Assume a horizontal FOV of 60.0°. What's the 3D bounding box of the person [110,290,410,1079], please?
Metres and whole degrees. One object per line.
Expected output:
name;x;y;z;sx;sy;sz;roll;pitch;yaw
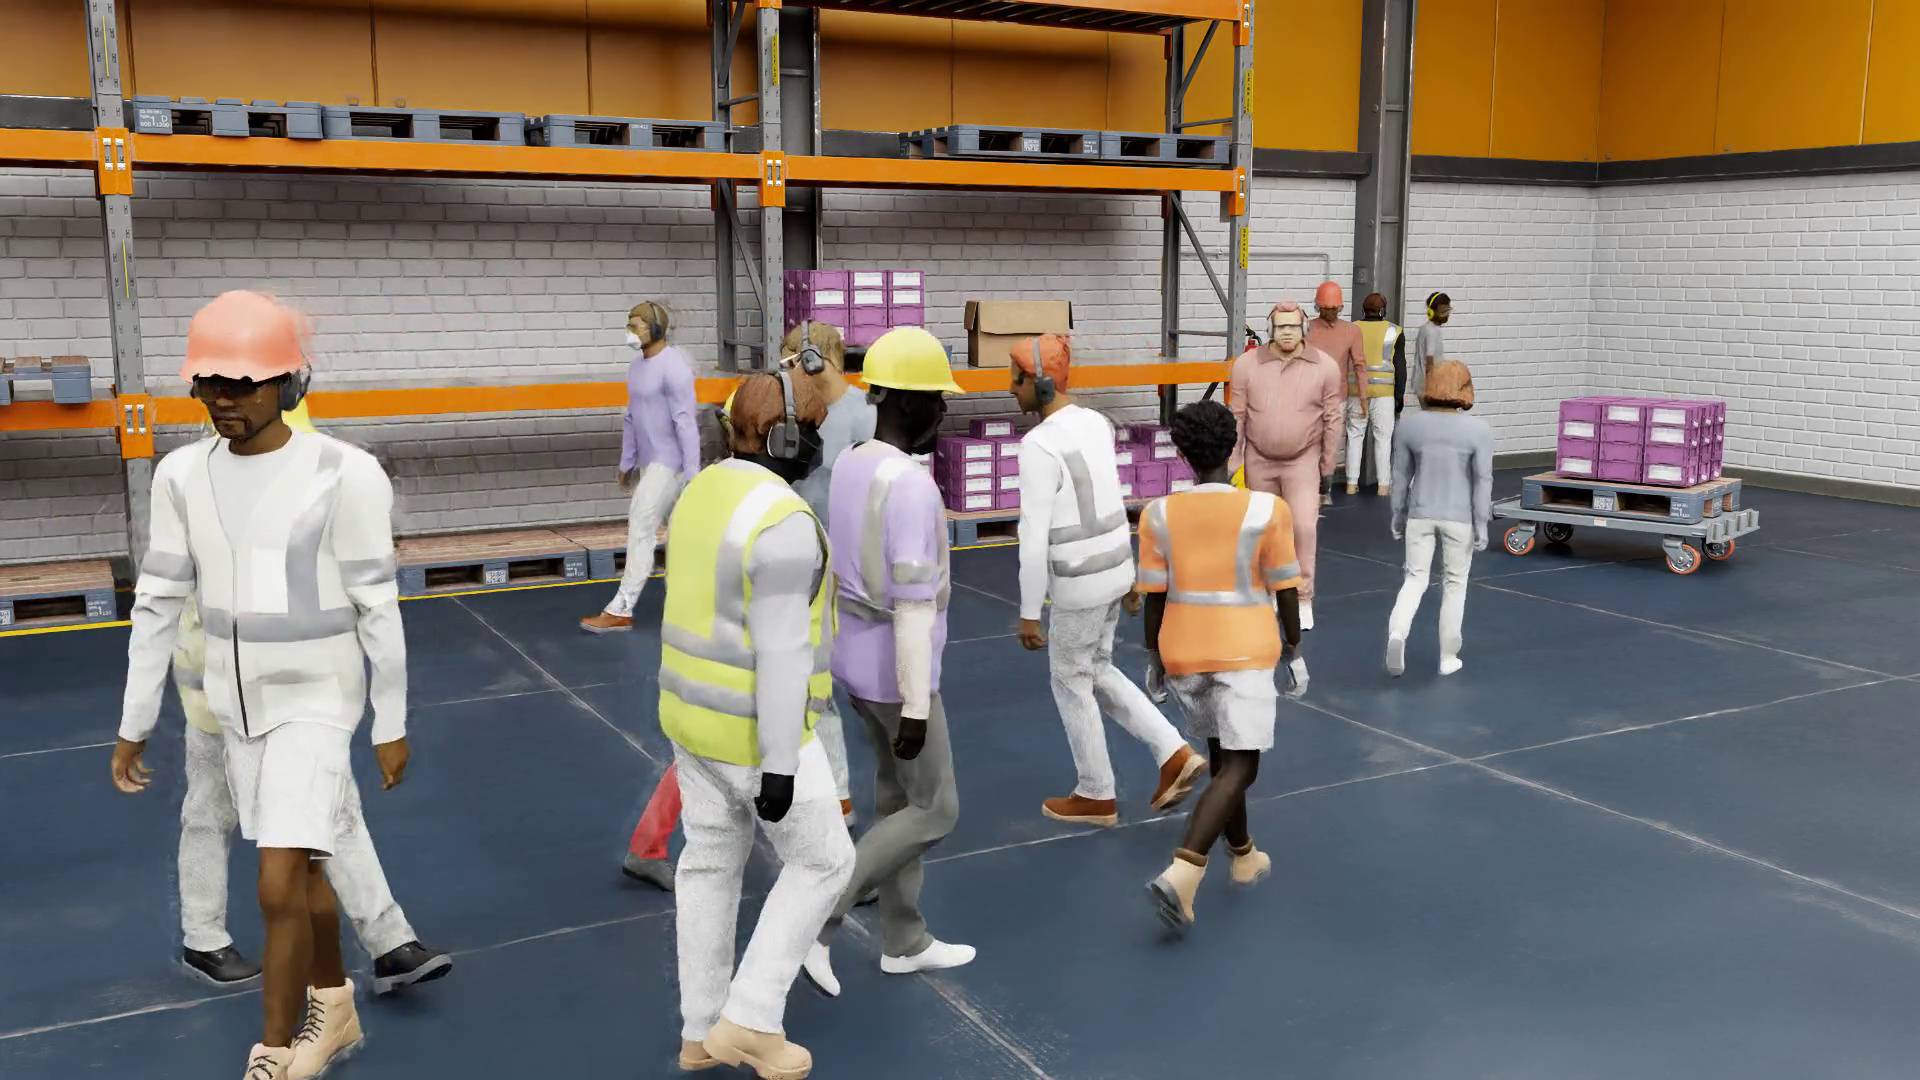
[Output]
person;-1.707;0.434;3.935;0.642;2.007;0.874;3;10;18

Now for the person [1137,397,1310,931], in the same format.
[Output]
person;0.794;0.380;5.298;0.541;1.660;0.799;6;11;33

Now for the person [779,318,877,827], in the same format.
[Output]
person;-0.436;0.164;5.933;0.510;1.895;0.641;-8;12;-40

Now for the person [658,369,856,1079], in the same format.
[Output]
person;-0.530;0.484;4.219;0.444;1.820;0.637;-7;11;-35

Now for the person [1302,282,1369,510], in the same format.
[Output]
person;3.142;-1.224;14.240;0.698;1.935;0.890;0;9;3

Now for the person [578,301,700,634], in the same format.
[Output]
person;-1.715;-0.435;9.620;1.034;1.890;0.648;-6;11;-31

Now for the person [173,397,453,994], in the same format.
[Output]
person;-1.897;0.429;4.633;0.922;1.781;0.585;5;10;27

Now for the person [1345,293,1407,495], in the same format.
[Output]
person;3.750;-1.327;15.174;0.634;1.841;0.429;4;10;24

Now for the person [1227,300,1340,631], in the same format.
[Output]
person;1.836;-0.427;9.573;0.651;1.882;0.677;3;10;16

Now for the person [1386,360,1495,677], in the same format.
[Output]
person;2.378;-0.088;8.316;0.509;1.619;0.648;6;11;32

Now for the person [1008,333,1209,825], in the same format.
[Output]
person;0.508;0.179;5.986;0.674;1.842;0.621;4;10;25

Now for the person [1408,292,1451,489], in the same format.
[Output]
person;4.333;-1.378;15.472;0.433;1.851;0.659;2;10;12

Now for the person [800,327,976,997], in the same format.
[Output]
person;-0.235;0.361;4.685;0.591;1.912;0.588;-4;10;-25

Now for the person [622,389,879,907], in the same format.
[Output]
person;-0.712;0.343;5.395;0.906;1.719;0.528;0;9;-1
